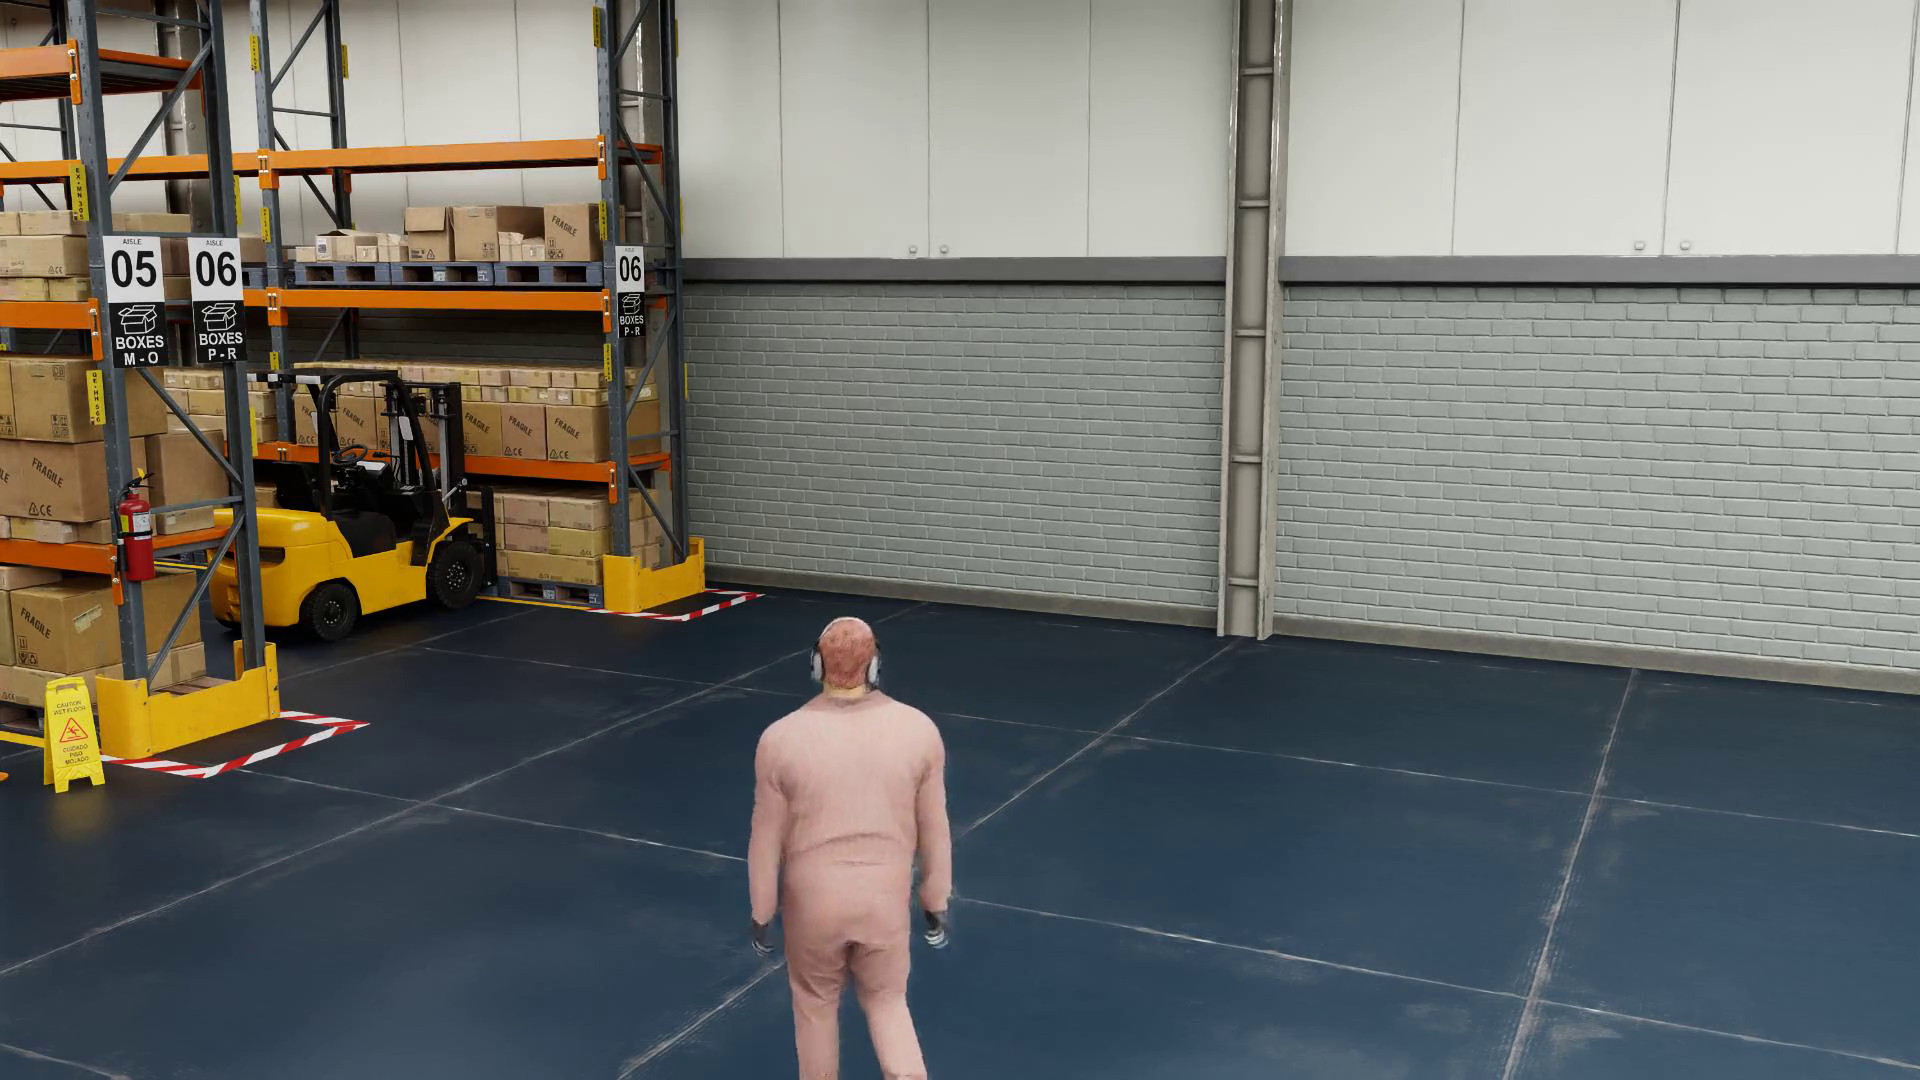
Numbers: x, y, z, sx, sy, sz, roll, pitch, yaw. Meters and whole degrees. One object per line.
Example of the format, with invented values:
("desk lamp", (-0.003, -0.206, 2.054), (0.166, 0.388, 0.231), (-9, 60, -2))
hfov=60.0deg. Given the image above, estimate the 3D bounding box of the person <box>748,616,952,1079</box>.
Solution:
("person", (-0.353, 1.205, 5.536), (0.678, 1.882, 0.645), (-2, 10, -14))
